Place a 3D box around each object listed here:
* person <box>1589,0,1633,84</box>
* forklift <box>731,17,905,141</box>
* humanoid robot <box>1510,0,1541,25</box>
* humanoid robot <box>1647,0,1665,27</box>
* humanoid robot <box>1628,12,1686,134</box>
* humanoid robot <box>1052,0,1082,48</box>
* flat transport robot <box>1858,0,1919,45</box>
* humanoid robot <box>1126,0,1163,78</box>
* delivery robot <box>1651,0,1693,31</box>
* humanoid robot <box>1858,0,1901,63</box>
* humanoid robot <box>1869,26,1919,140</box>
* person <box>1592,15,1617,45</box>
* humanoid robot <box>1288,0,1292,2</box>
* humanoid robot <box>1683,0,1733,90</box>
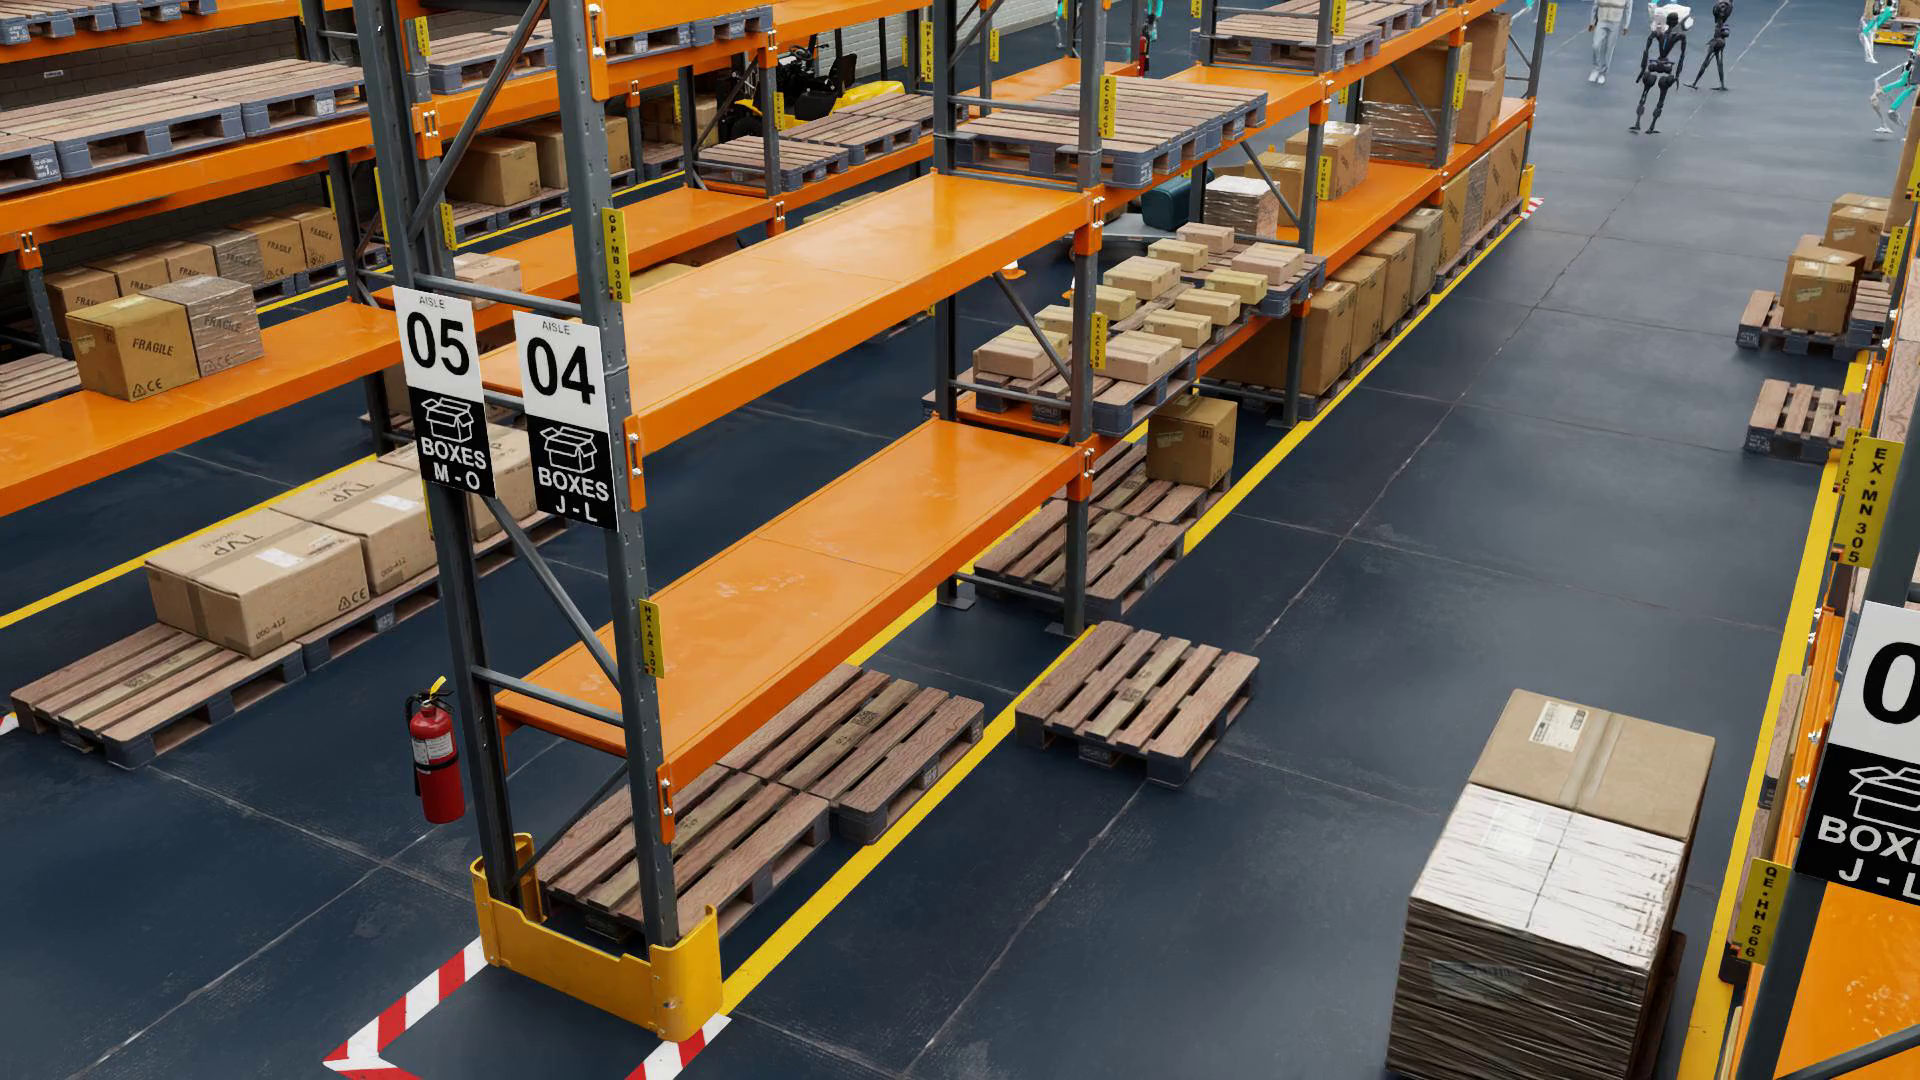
[{"bbox_3d":[10.434,-8.301,26.707,0.614,1.898,0.523,10,27,20],"label":"person"},{"bbox_3d":[-1.819,-5.975,21.543,2.313,2.155,1.214,14,29,26],"label":"forklift"},{"bbox_3d":[11.012,-10.721,31.972,1.030,1.742,0.574,1,26,2],"label":"humanoid robot"},{"bbox_3d":[13.441,-10.649,31.847,0.665,1.857,0.539,2,26,3],"label":"humanoid robot"},{"bbox_3d":[9.806,-6.555,23.337,0.588,1.640,0.393,14,29,26],"label":"humanoid robot"},{"bbox_3d":[1.867,-9.631,29.581,0.544,1.727,0.701,14,29,27],"label":"humanoid robot"},{"bbox_3d":[17.342,-9.373,30.818,0.659,0.231,1.431,15,29,28],"label":"flat transport robot"},{"bbox_3d":[2.865,-8.015,26.304,0.672,1.803,0.532,6,26,13],"label":"humanoid robot"},{"bbox_3d":[13.639,-10.030,31.865,0.801,0.604,0.499,-16,30,-29],"label":"delivery robot"},{"bbox_3d":[15.821,-9.118,28.658,0.534,1.853,0.621,-8,27,-15],"label":"humanoid robot"},{"bbox_3d":[12.984,-6.388,22.938,0.854,1.793,0.547,5,26,10],"label":"humanoid robot"},{"bbox_3d":[11.861,-10.007,30.182,0.611,1.961,0.363,2,26,5],"label":"person"},{"bbox_3d":[5.506,-8.482,27.351,0.344,1.647,0.602,-11,28,-21],"label":"humanoid robot"},{"bbox_3d":[11.909,-7.937,26.229,0.677,1.633,0.596,11,28,22],"label":"humanoid robot"}]
